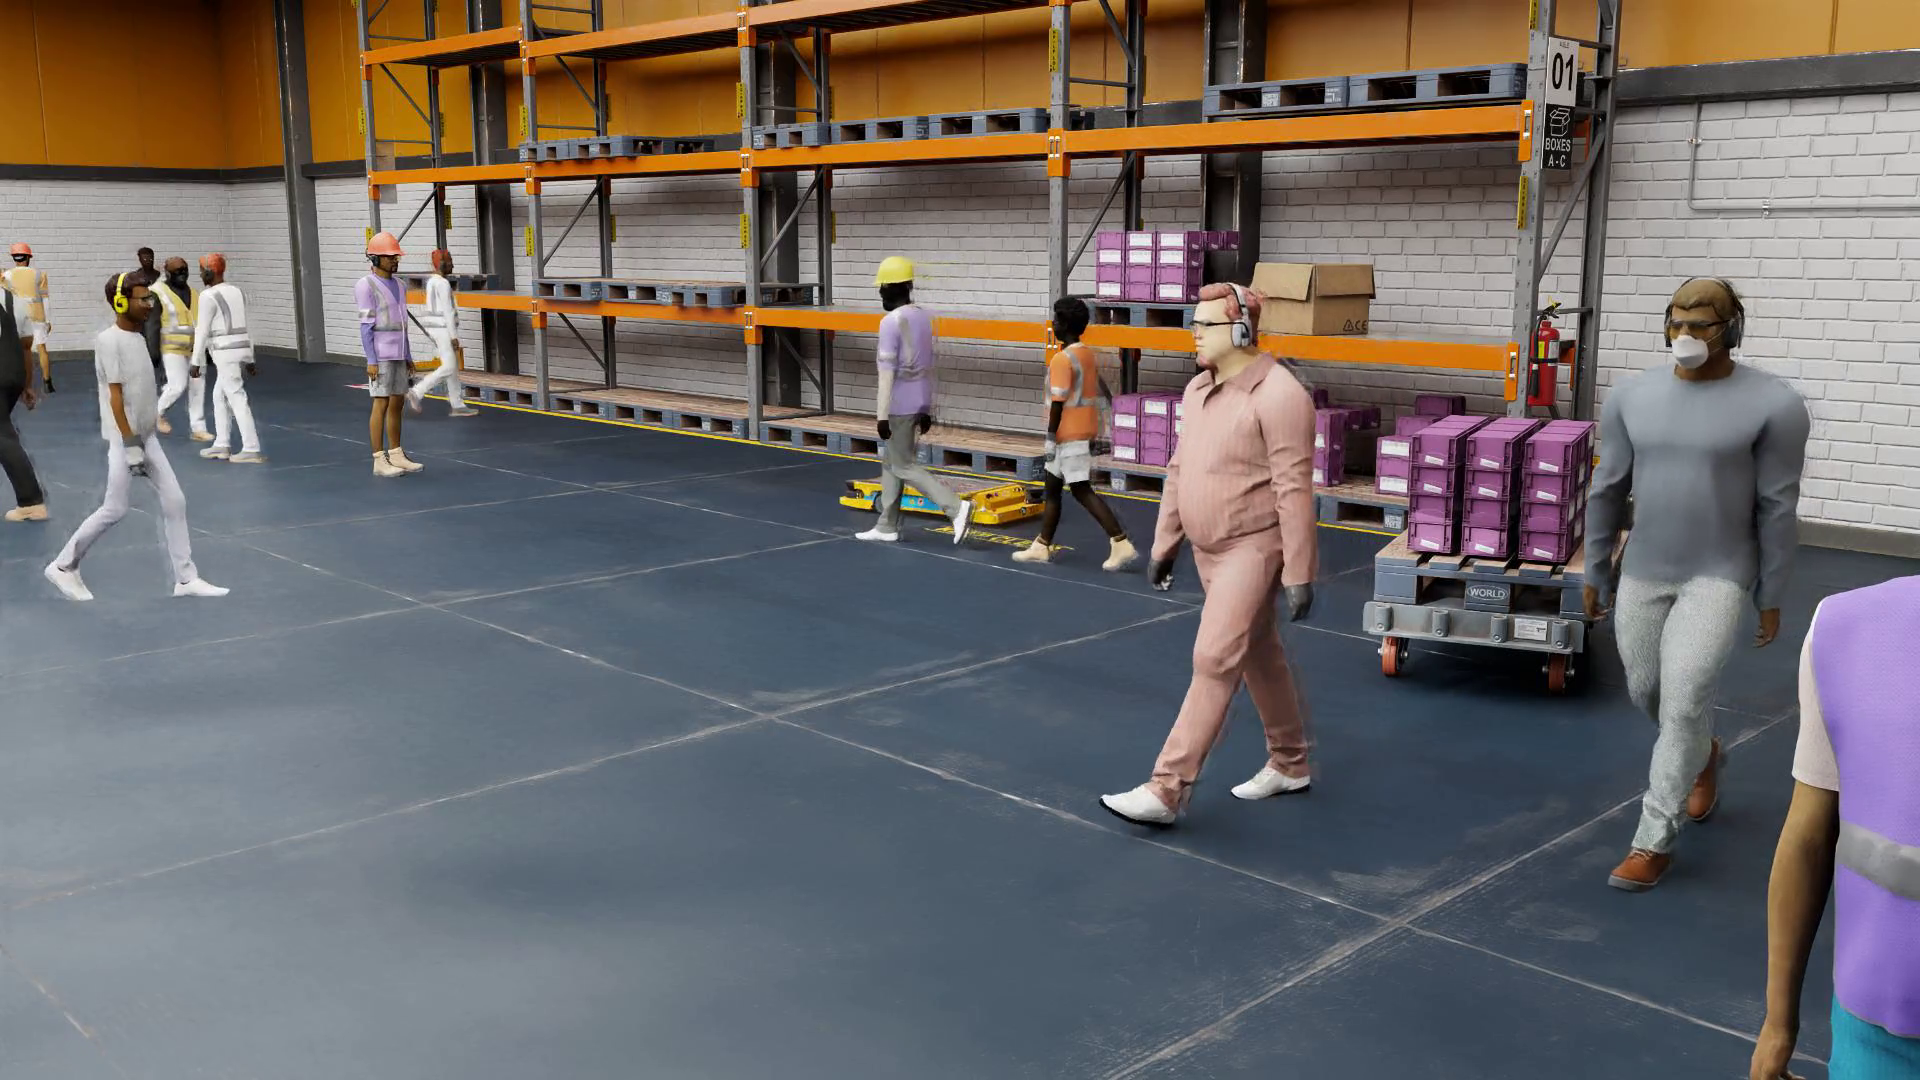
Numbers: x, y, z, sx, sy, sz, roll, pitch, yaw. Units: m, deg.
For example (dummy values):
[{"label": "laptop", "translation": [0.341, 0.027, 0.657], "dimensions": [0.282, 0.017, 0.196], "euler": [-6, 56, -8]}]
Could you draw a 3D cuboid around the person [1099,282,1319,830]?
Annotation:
[{"label": "person", "translation": [0.874, 0.055, 5.747], "dimensions": [0.978, 1.853, 0.668], "euler": [-4, 11, -19]}]

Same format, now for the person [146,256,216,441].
[{"label": "person", "translation": [-7.702, -1.872, 16.372], "dimensions": [0.575, 1.826, 0.635], "euler": [6, 12, 28]}]

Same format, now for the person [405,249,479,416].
[{"label": "person", "translation": [-5.783, -2.283, 18.464], "dimensions": [0.730, 1.868, 0.588], "euler": [-5, 11, -25]}]

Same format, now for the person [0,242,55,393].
[{"label": "person", "translation": [-11.954, -2.836, 21.314], "dimensions": [0.547, 1.929, 0.385], "euler": [-6, 12, -30]}]

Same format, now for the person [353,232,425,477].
[{"label": "person", "translation": [-4.807, -1.559, 14.042], "dimensions": [0.376, 2.043, 0.609], "euler": [3, 11, 14]}]

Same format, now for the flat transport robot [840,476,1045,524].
[{"label": "flat transport robot", "translation": [-0.124, -0.322, 12.127], "dimensions": [1.431, 0.197, 0.652], "euler": [7, 13, 35]}]

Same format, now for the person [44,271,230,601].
[{"label": "person", "translation": [-4.631, -0.559, 9.179], "dimensions": [0.903, 1.838, 0.521], "euler": [0, 10, 0]}]

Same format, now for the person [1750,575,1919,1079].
[{"label": "person", "translation": [1.404, 0.697, 2.274], "dimensions": [0.571, 1.843, 0.373], "euler": [8, 13, 39]}]

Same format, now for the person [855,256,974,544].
[{"label": "person", "translation": [-0.301, -0.888, 10.800], "dimensions": [0.817, 1.899, 0.589], "euler": [4, 11, 22]}]

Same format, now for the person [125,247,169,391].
[{"label": "person", "translation": [-10.581, -2.877, 21.700], "dimensions": [0.608, 1.876, 0.987], "euler": [-8, 13, -38]}]

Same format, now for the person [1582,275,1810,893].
[{"label": "person", "translation": [2.350, 0.108, 5.343], "dimensions": [0.638, 1.910, 0.890], "euler": [10, 14, 44]}]

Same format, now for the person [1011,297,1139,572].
[{"label": "person", "translation": [0.727, -0.637, 10.052], "dimensions": [0.844, 1.664, 0.537], "euler": [4, 11, 22]}]

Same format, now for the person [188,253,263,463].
[{"label": "person", "translation": [-6.608, -1.605, 14.782], "dimensions": [0.786, 1.854, 0.573], "euler": [1, 10, 5]}]

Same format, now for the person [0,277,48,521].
[{"label": "person", "translation": [-6.978, -1.152, 11.824], "dimensions": [1.035, 2.000, 0.688], "euler": [1, 10, 5]}]
